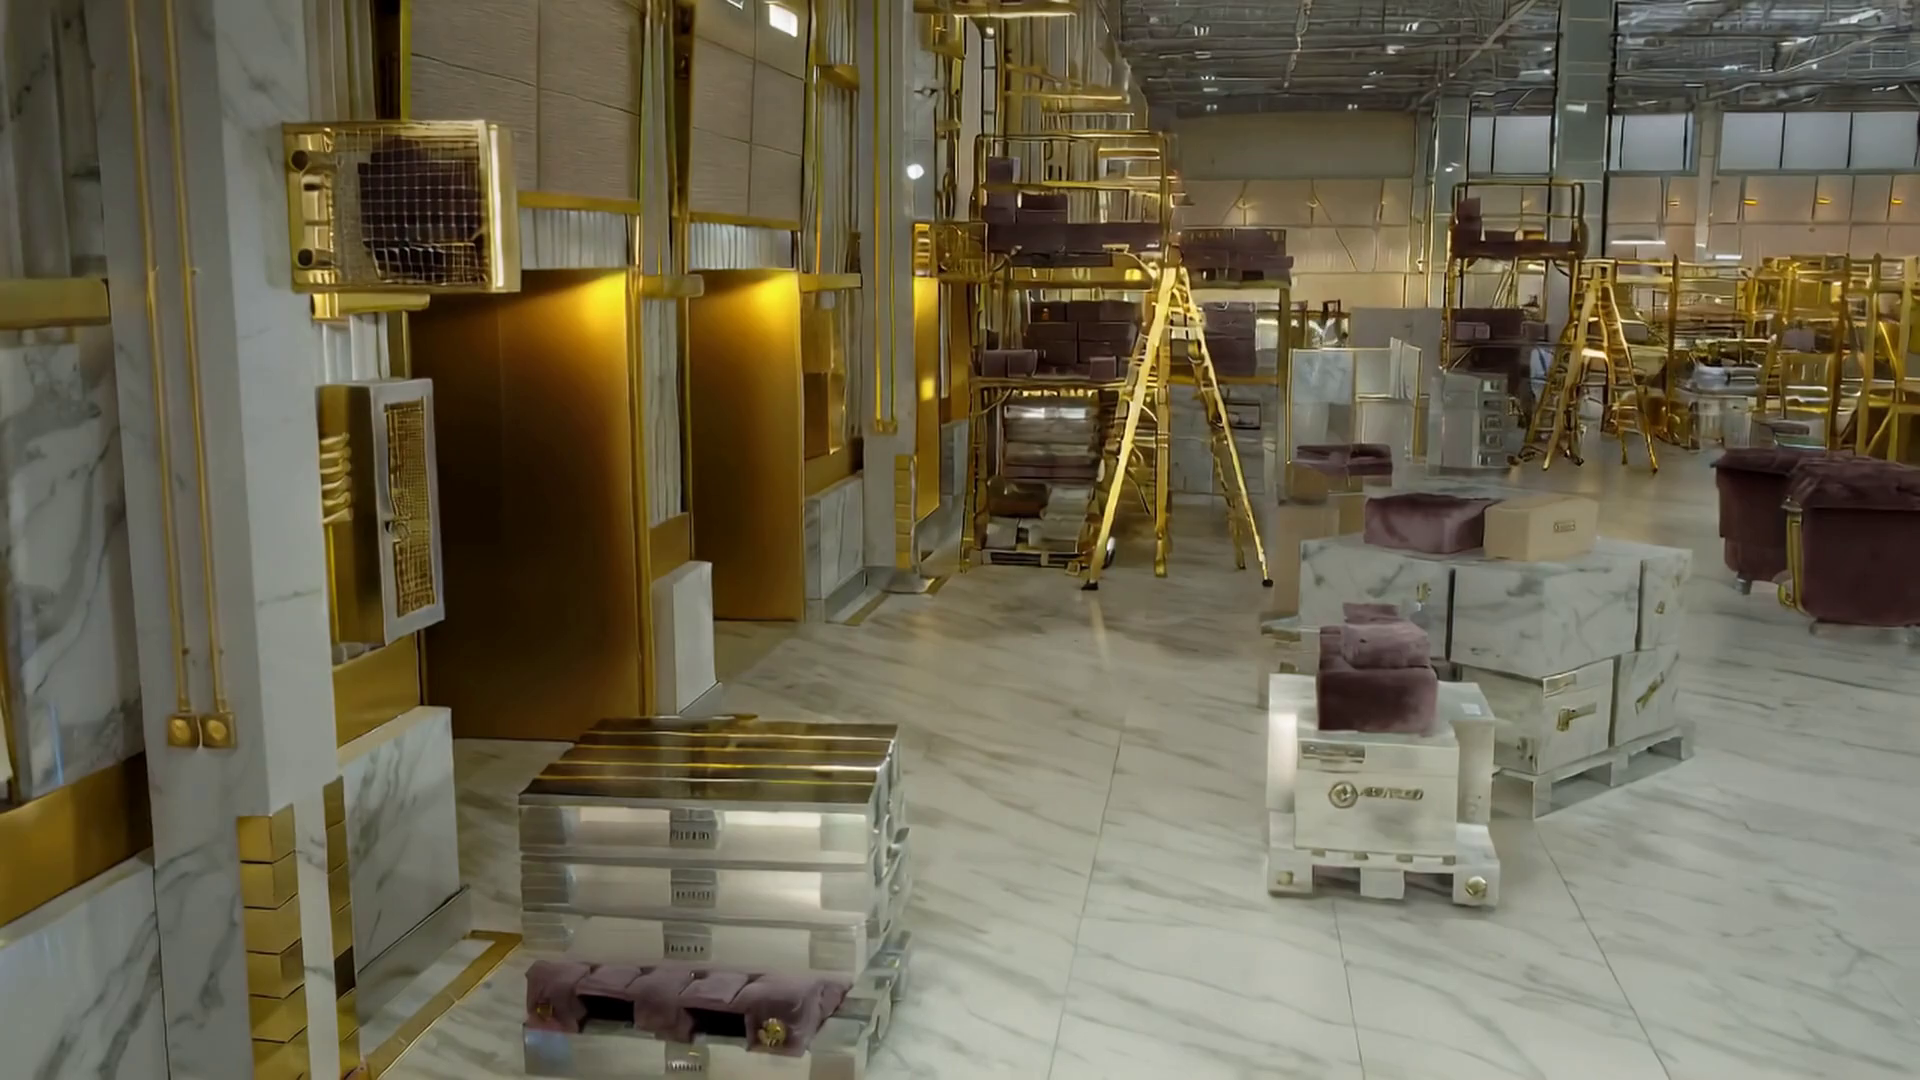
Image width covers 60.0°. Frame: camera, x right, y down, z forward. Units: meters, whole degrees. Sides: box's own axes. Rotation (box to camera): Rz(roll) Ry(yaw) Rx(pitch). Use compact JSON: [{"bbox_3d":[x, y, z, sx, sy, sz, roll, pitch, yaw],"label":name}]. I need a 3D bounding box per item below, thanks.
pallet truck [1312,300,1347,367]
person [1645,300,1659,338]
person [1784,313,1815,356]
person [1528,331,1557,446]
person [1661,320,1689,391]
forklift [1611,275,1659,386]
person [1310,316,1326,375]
[{"bbox_3d":[11.159,-6.200,49.718,0.823,1.965,1.885,4,10,26],"label":"pallet truck"},{"bbox_3d":[21.552,-6.517,51.919,0.390,1.927,0.547,4,10,22],"label":"person"},{"bbox_3d":[18.256,-3.981,36.244,0.626,1.927,0.545,1,9,7],"label":"person"},{"bbox_3d":[9.509,-2.476,27.105,0.576,1.883,0.362,-5,10,-28],"label":"person"},{"bbox_3d":[16.804,-4.299,38.945,0.854,1.686,0.501,-1,9,-5],"label":"person"},{"bbox_3d":[16.302,-5.241,41.090,1.873,2.768,1.129,4,10,22],"label":"forklift"},{"bbox_3d":[9.723,-5.273,45.133,0.538,1.623,0.382,-7,12,-38],"label":"person"}]
